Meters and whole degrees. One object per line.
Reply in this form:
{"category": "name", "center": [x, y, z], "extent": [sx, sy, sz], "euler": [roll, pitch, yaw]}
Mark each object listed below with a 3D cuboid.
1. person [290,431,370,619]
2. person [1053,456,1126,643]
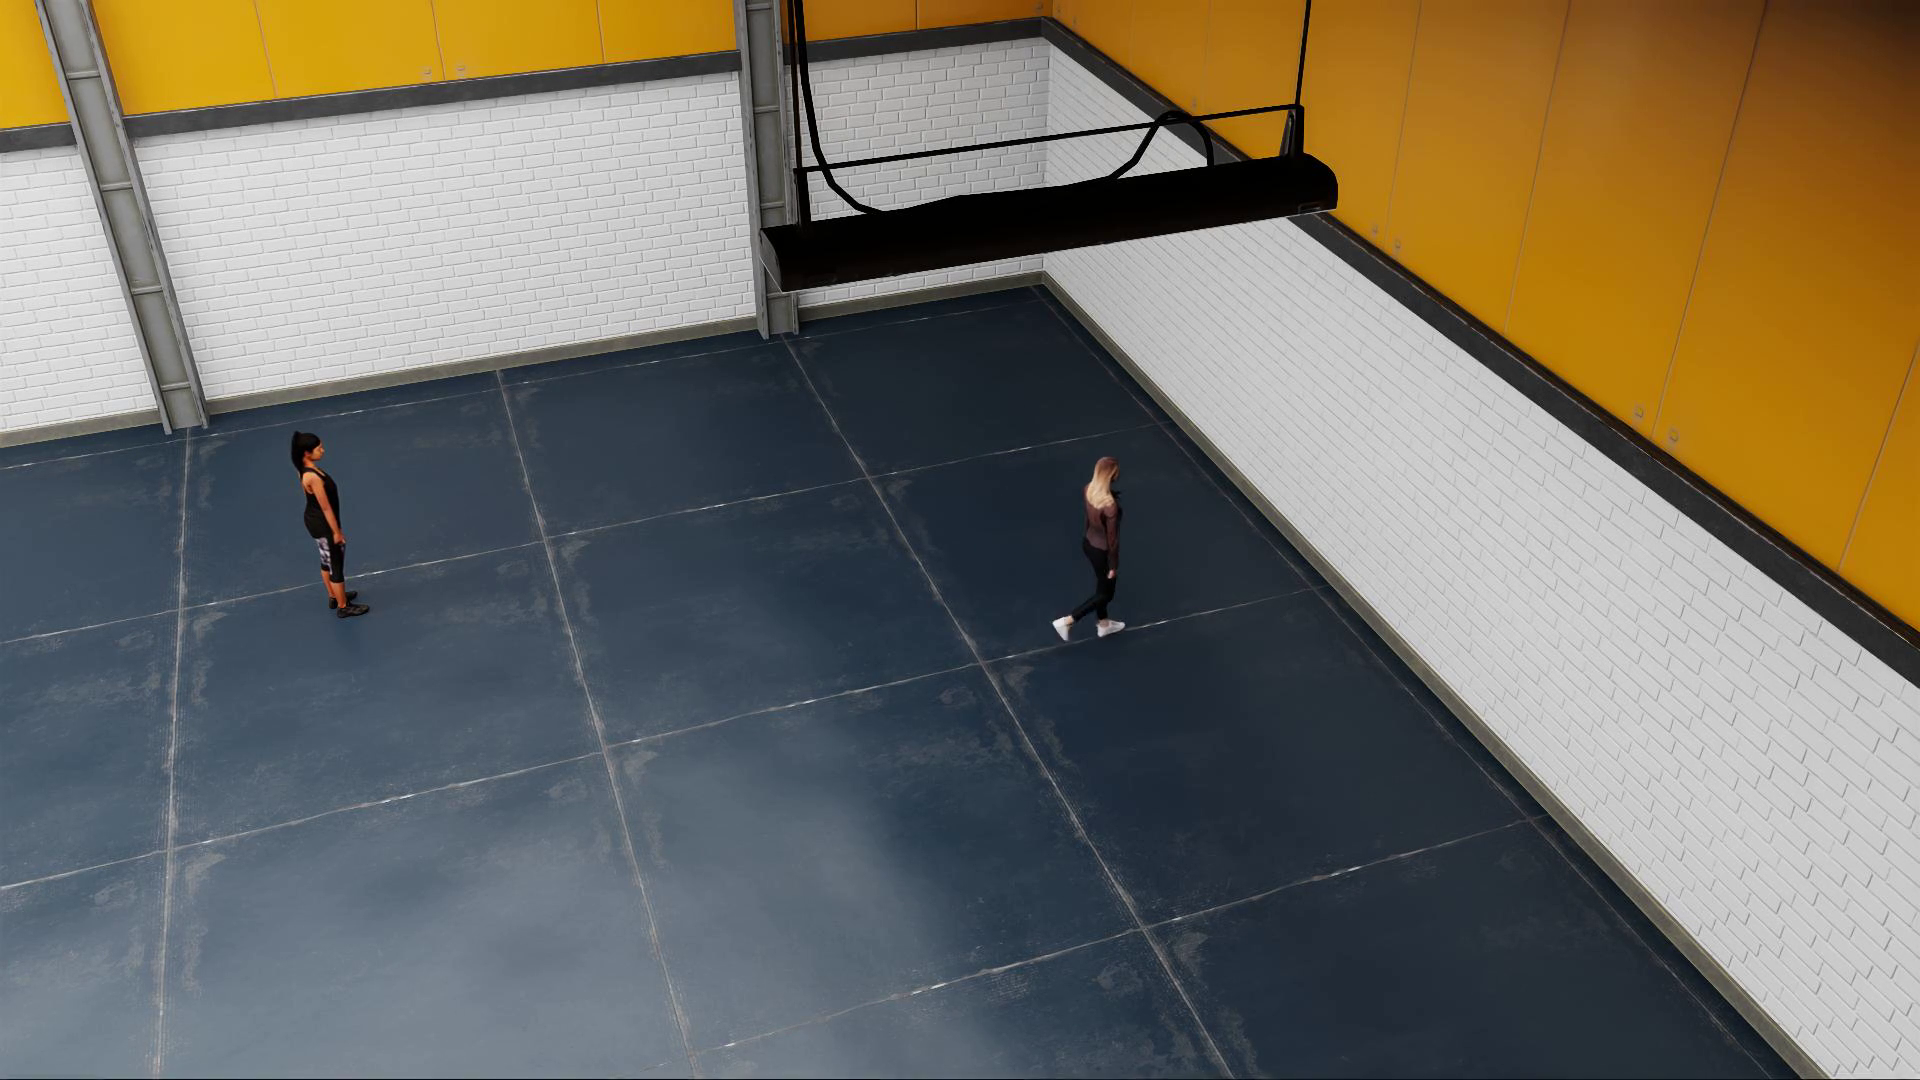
{"category": "person", "center": [-5.118, -0.137, 13.368], "extent": [0.598, 1.674, 0.633], "euler": [-22, 39, -29]}
{"category": "person", "center": [1.036, 0.112, 12.980], "extent": [0.915, 1.688, 0.633], "euler": [-14, 36, -20]}
